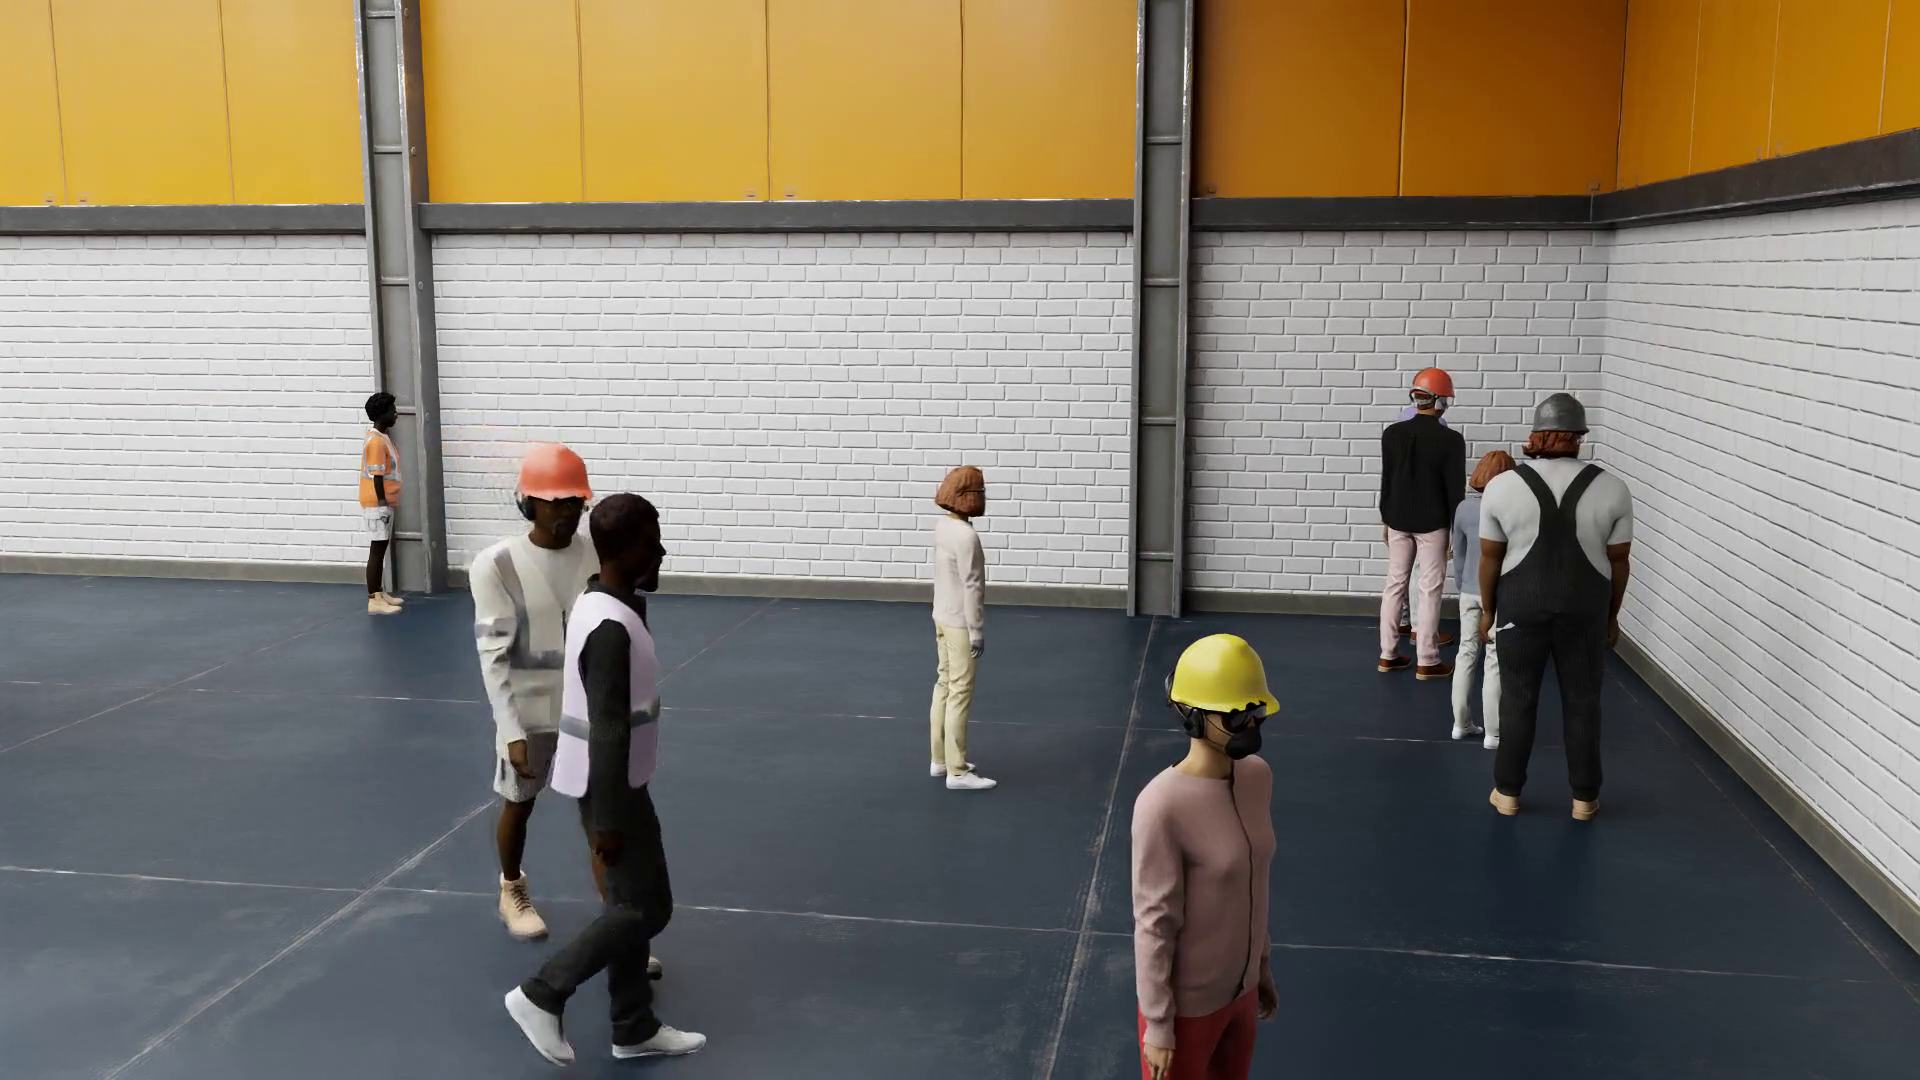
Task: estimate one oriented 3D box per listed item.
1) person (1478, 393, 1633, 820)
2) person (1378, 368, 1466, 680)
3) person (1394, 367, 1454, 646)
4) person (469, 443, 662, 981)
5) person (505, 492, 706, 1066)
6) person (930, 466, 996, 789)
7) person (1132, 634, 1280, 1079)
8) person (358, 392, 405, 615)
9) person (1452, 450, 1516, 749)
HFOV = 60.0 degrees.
[{"bbox_3d":[2.817,0.308,7.947,0.676,2.000,0.536,3,10,16],"label":"person"},{"bbox_3d":[2.970,-0.102,10.651,0.402,1.987,0.615,-8,12,-42],"label":"person"},{"bbox_3d":[3.232,-0.237,11.627,0.373,1.940,0.628,-2,9,-13],"label":"person"},{"bbox_3d":[-1.502,0.628,6.179,0.612,1.984,1.094,-7,11,-36],"label":"person"},{"bbox_3d":[-1.145,0.792,5.370,0.541,1.905,0.612,-2,9,-12],"label":"person"},{"bbox_3d":[0.004,0.435,8.416,0.266,1.631,0.507,-3,10,-19],"label":"person"},{"bbox_3d":[0.601,1.089,3.980,0.312,1.768,0.530,8,12,39],"label":"person"},{"bbox_3d":[-4.407,-0.280,12.664,0.321,1.692,0.533,-3,10,-16],"label":"person"},{"bbox_3d":[2.904,0.323,9.109,0.286,1.633,0.499,-5,11,-29],"label":"person"}]
